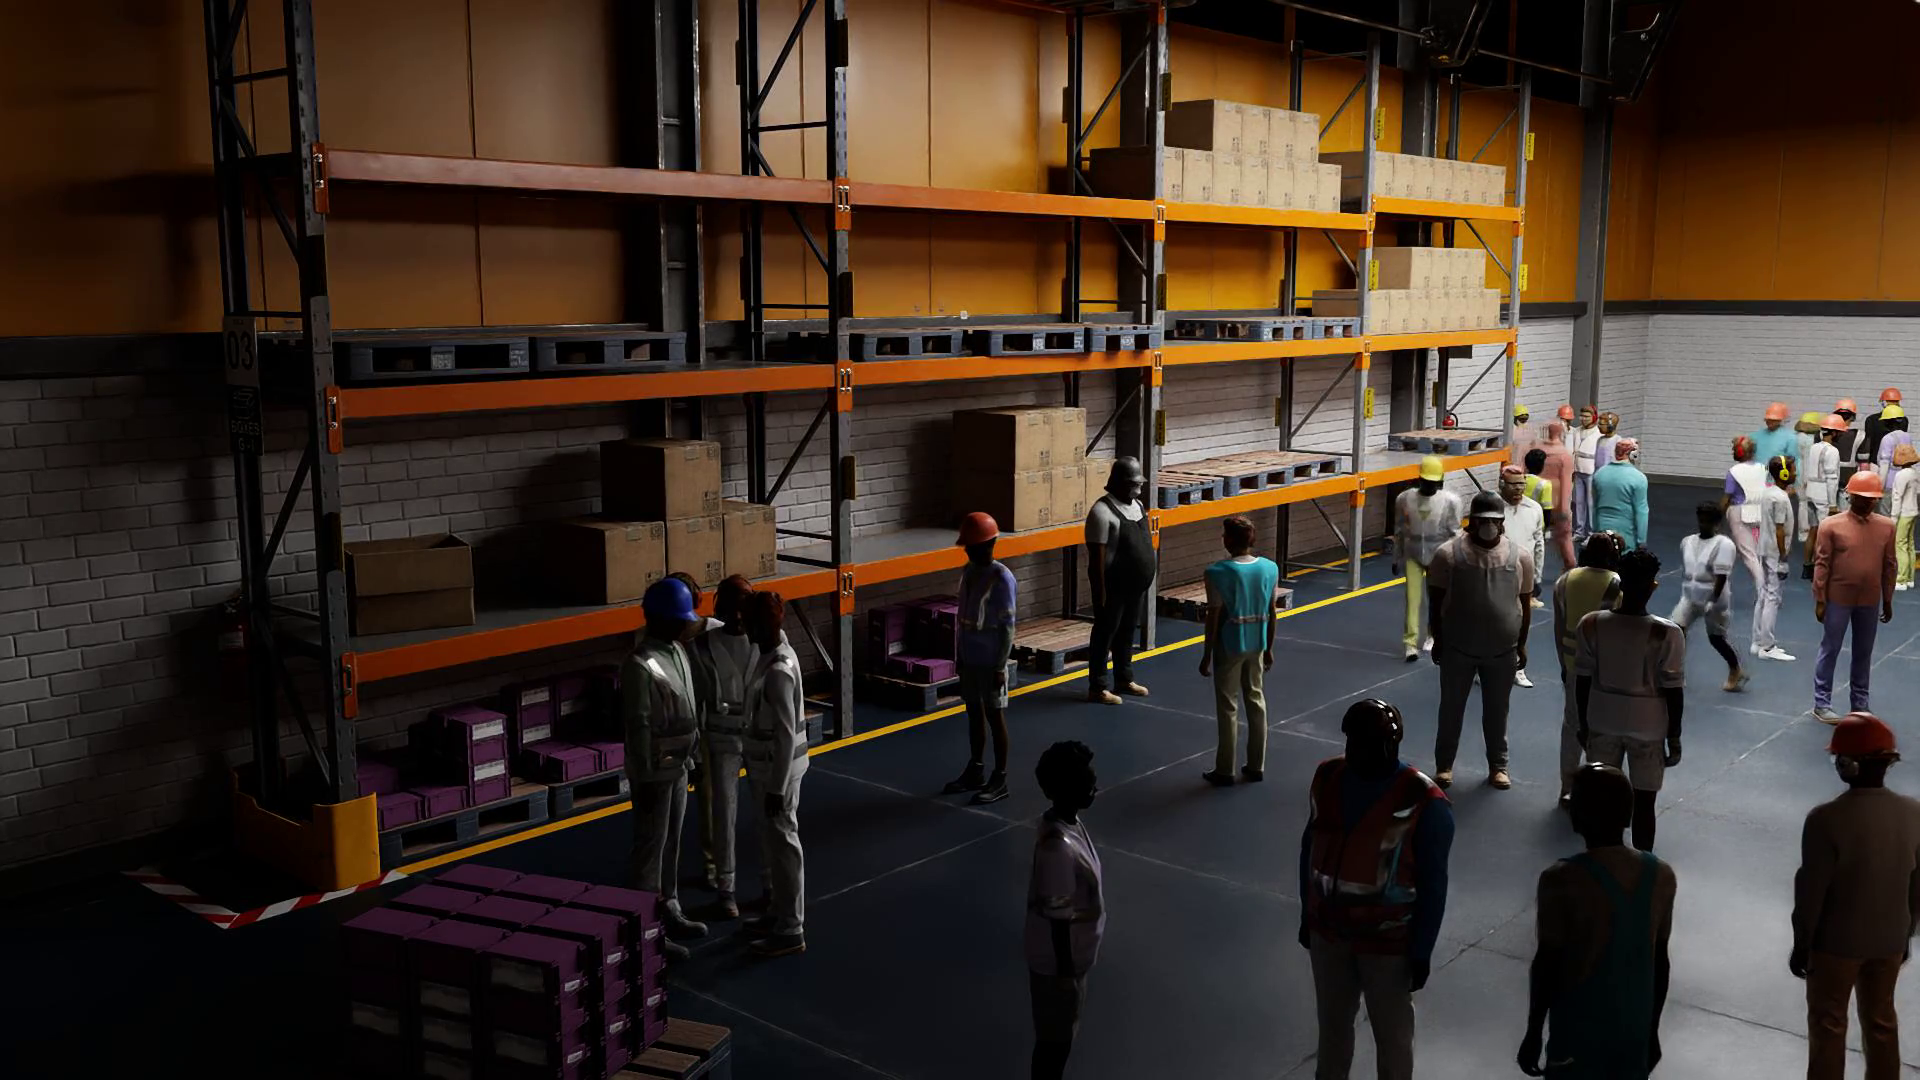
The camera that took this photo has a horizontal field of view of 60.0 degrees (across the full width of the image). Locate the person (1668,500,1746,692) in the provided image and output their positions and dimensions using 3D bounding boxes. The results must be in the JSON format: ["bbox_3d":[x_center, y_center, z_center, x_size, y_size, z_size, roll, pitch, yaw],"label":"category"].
[{"bbox_3d":[6.163,0.478,13.770,0.835,1.645,0.520,-5,10,-30],"label":"person"}]

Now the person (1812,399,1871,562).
[{"bbox_3d":[10.603,-0.687,20.068,0.612,2.030,0.410,5,10,29],"label":"person"}]

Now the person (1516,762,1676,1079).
[{"bbox_3d":[2.144,1.654,5.605,0.506,1.834,0.373,-3,9,-18],"label":"person"}]

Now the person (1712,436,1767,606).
[{"bbox_3d":[8.313,-0.204,17.706,0.590,1.797,0.988,-6,11,-34],"label":"person"}]

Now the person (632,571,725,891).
[{"bbox_3d":[-1.541,1.069,9.359,0.567,1.838,0.386,-1,9,-6],"label":"person"}]

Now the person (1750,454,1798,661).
[{"bbox_3d":[7.437,0.153,15.123,0.328,1.877,0.510,2,9,11],"label":"person"}]

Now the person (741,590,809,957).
[{"bbox_3d":[-0.952,1.178,8.487,0.360,1.884,0.574,-1,9,-9],"label":"person"}]

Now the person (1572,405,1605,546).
[{"bbox_3d":[8.193,-0.843,21.682,0.394,1.836,0.559,-4,10,-22],"label":"person"}]

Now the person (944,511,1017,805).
[{"bbox_3d":[0.135,0.768,10.968,0.361,1.935,0.544,-6,11,-34],"label":"person"}]

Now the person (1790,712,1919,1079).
[{"bbox_3d":[3.526,1.543,6.591,0.571,1.743,0.353,-2,9,-13],"label":"person"}]

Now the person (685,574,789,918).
[{"bbox_3d":[-1.187,1.106,8.981,0.588,1.878,0.371,-3,9,-19],"label":"person"}]

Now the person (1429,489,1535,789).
[{"bbox_3d":[3.526,0.672,11.247,0.682,2.000,0.537,1,9,9],"label":"person"}]

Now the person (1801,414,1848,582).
[{"bbox_3d":[9.886,-0.472,19.006,0.388,1.926,0.549,1,9,3],"label":"person"}]

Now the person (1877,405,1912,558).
[{"bbox_3d":[11.492,-0.708,20.560,0.592,1.915,0.391,-7,11,-37],"label":"person"}]

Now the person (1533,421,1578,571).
[{"bbox_3d":[6.746,-0.422,18.876,0.993,1.853,0.663,-5,10,-30],"label":"person"}]

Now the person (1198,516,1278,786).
[{"bbox_3d":[1.905,0.758,11.327,0.572,1.839,0.373,-4,10,-24],"label":"person"}]

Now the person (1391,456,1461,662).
[{"bbox_3d":[4.231,0.156,15.127,0.612,1.865,1.033,4,10,23],"label":"person"}]

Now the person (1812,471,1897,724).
[{"bbox_3d":[6.918,0.449,12.869,0.614,1.987,0.408,0,9,0],"label":"person"}]

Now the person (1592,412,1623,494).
[{"bbox_3d":[7.954,-0.654,20.434,0.348,1.842,0.506,-2,9,-16],"label":"person"}]

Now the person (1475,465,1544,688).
[{"bbox_3d":[4.617,0.312,14.028,0.644,1.901,0.399,-1,9,-7],"label":"person"}]

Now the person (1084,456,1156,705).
[{"bbox_3d":[1.334,0.314,13.552,0.536,2.000,0.683,7,11,39],"label":"person"}]

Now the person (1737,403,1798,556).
[{"bbox_3d":[10.112,-0.750,20.787,1.085,1.932,0.619,-4,10,-23],"label":"person"}]

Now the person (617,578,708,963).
[{"bbox_3d":[-1.510,1.150,8.477,0.399,1.942,0.603,2,9,11],"label":"person"}]

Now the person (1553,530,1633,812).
[{"bbox_3d":[4.138,0.846,10.761,0.429,1.844,0.626,-6,10,-32],"label":"person"}]

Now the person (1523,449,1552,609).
[{"bbox_3d":[5.987,-0.118,17.476,0.322,1.686,0.538,-5,10,-31],"label":"person"}]

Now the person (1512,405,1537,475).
[{"bbox_3d":[7.580,-0.953,22.612,0.527,1.768,0.314,-4,10,-22],"label":"person"}]

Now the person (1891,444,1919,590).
[{"bbox_3d":[10.519,-0.254,18.561,0.495,1.625,0.286,-8,12,-43],"label":"person"}]

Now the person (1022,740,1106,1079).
[{"bbox_3d":[0.397,1.597,6.387,0.319,1.696,0.532,1,9,3],"label":"person"}]

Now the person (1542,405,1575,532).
[{"bbox_3d":[8.277,-0.983,22.860,0.565,1.745,0.349,-1,9,-3],"label":"person"}]

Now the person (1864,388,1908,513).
[{"bbox_3d":[12.568,-1.068,22.603,0.618,1.997,0.373,-1,9,-6],"label":"person"}]

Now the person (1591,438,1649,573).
[{"bbox_3d":[6.552,-0.067,16.489,0.398,1.898,0.646,-4,10,-26],"label":"person"}]

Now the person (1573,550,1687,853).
[{"bbox_3d":[3.705,1.023,9.218,0.605,1.966,0.367,8,12,41],"label":"person"}]

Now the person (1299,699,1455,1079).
[{"bbox_3d":[1.564,1.516,6.444,0.429,1.844,0.623,-8,12,-43],"label":"person"}]
